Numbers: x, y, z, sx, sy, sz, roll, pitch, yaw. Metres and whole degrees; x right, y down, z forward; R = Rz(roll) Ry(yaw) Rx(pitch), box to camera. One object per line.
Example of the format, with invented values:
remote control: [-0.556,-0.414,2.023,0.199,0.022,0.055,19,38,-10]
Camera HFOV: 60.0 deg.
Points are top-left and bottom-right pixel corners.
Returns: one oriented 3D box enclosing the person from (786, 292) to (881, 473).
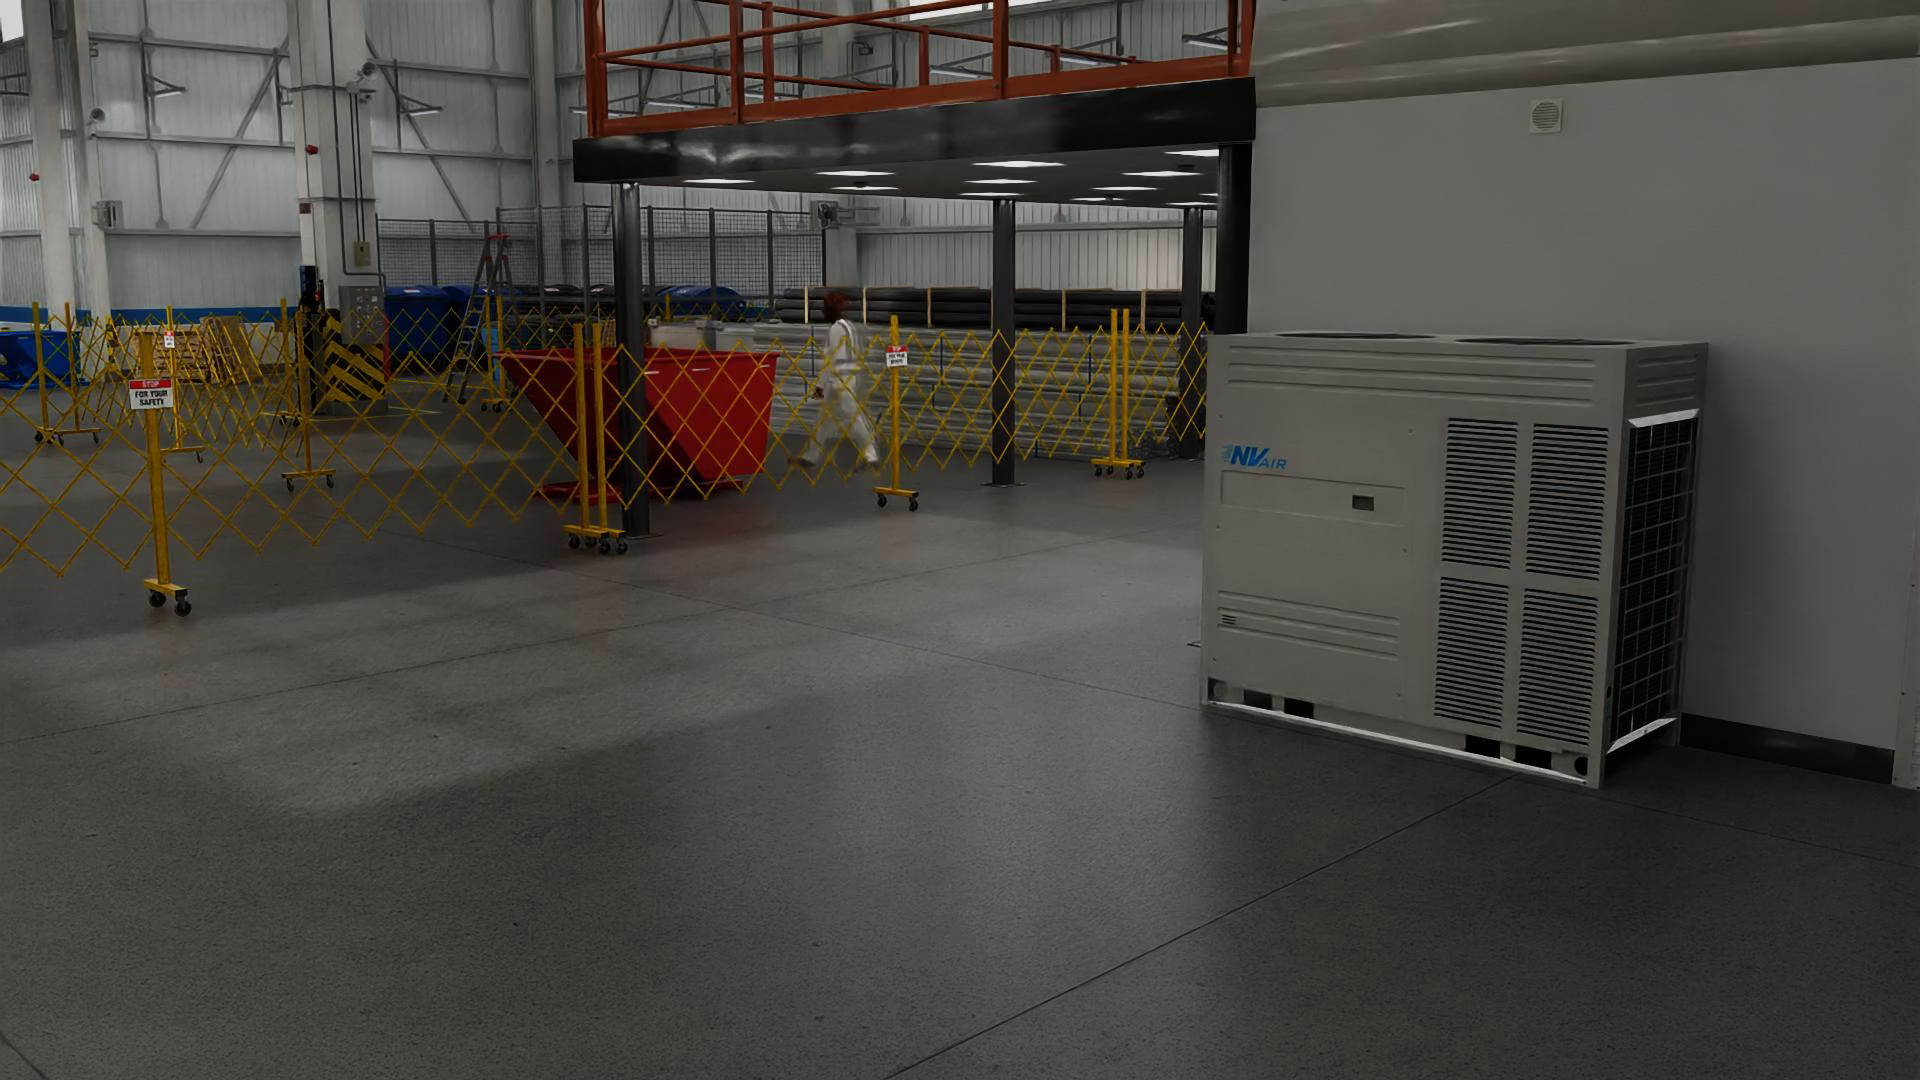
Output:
person: [-1.262,-1.581,16.851,0.980,1.837,0.596,0,9,-1]
